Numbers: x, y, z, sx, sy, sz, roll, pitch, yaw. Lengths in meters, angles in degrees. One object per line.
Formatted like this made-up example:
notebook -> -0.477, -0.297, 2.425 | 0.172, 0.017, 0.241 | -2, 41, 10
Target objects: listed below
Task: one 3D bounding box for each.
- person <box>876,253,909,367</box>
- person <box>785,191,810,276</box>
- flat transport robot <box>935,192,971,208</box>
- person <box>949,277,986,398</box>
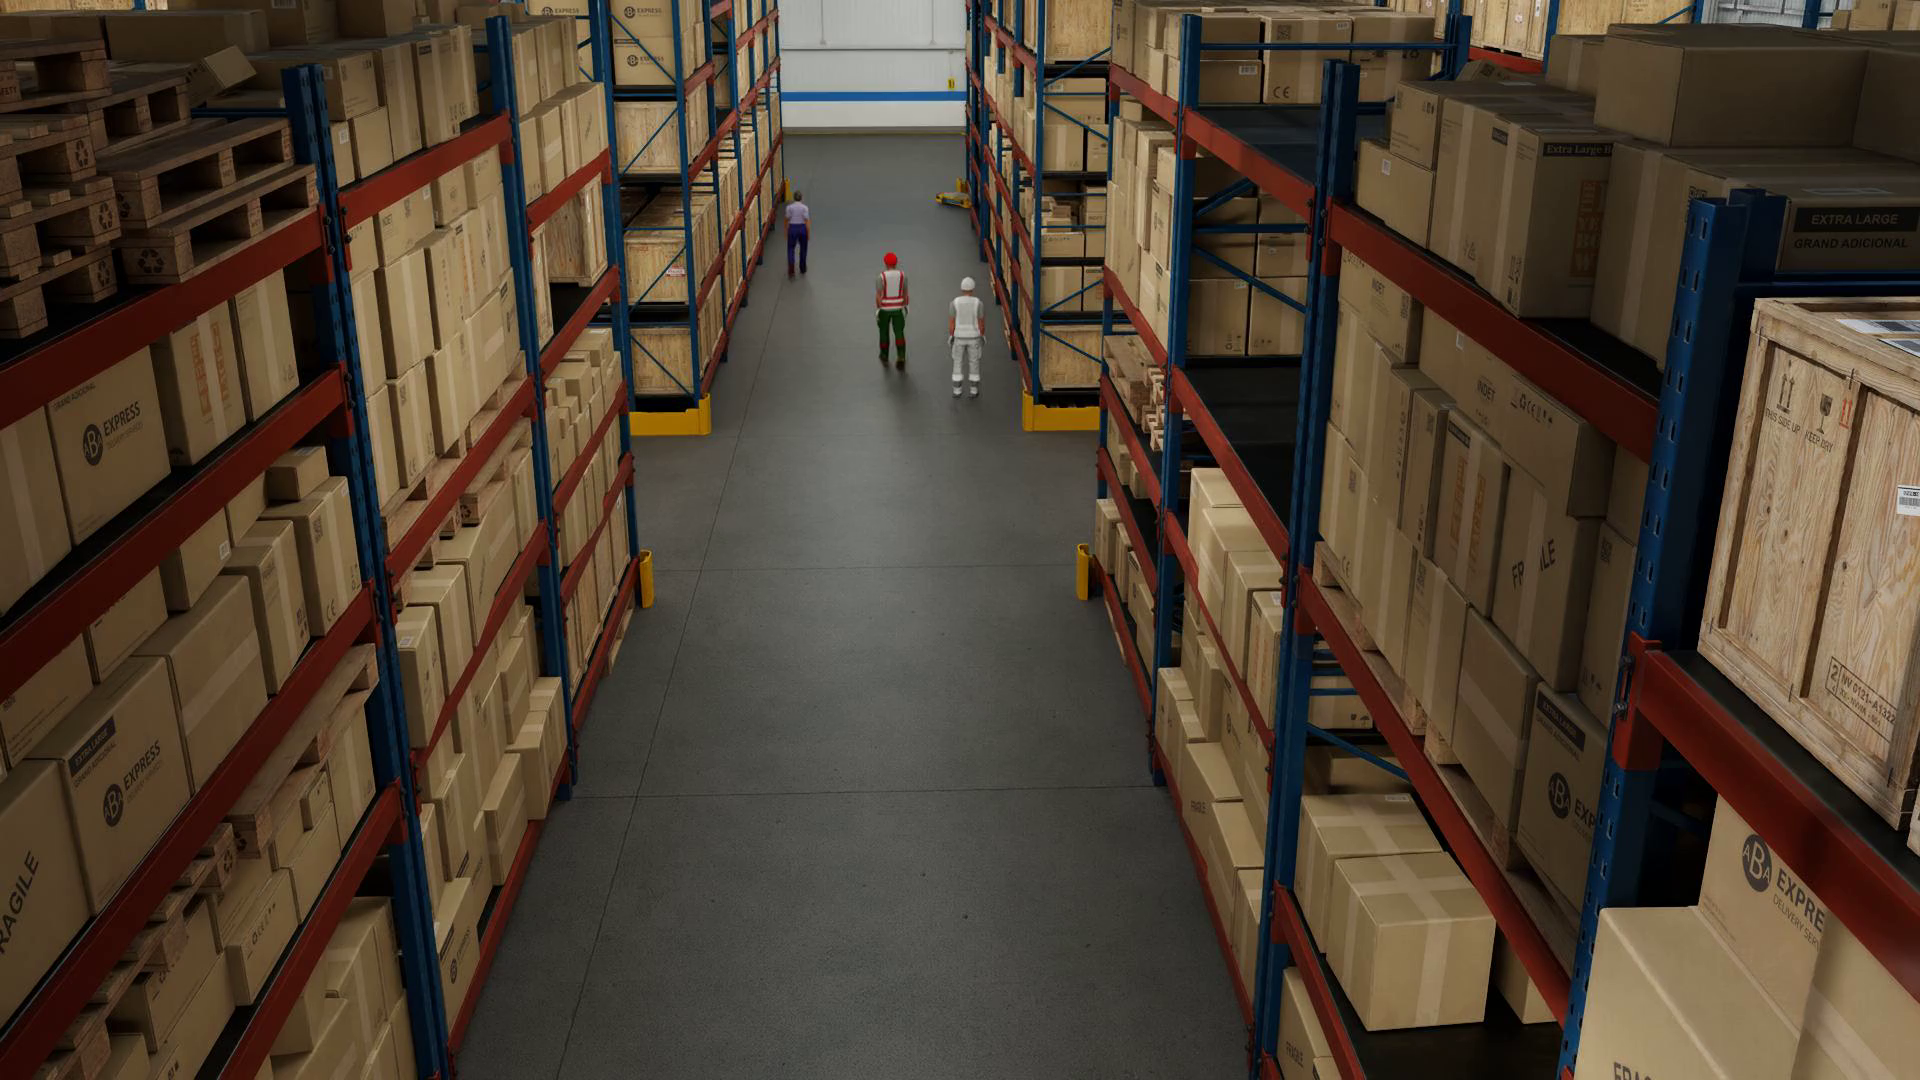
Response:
person -> -1.079, -3.660, 26.271 | 0.551, 1.791, 0.792 | -5, 21, -14
person -> -3.219, -6.082, 32.954 | 0.492, 1.637, 0.767 | -1, 21, -4
flat transport robot -> 0.040, -8.435, 41.336 | 0.659, 0.262, 1.431 | -14, 24, -32
person -> 0.109, -2.978, 24.423 | 0.552, 1.796, 0.406 | 1, 20, 1
